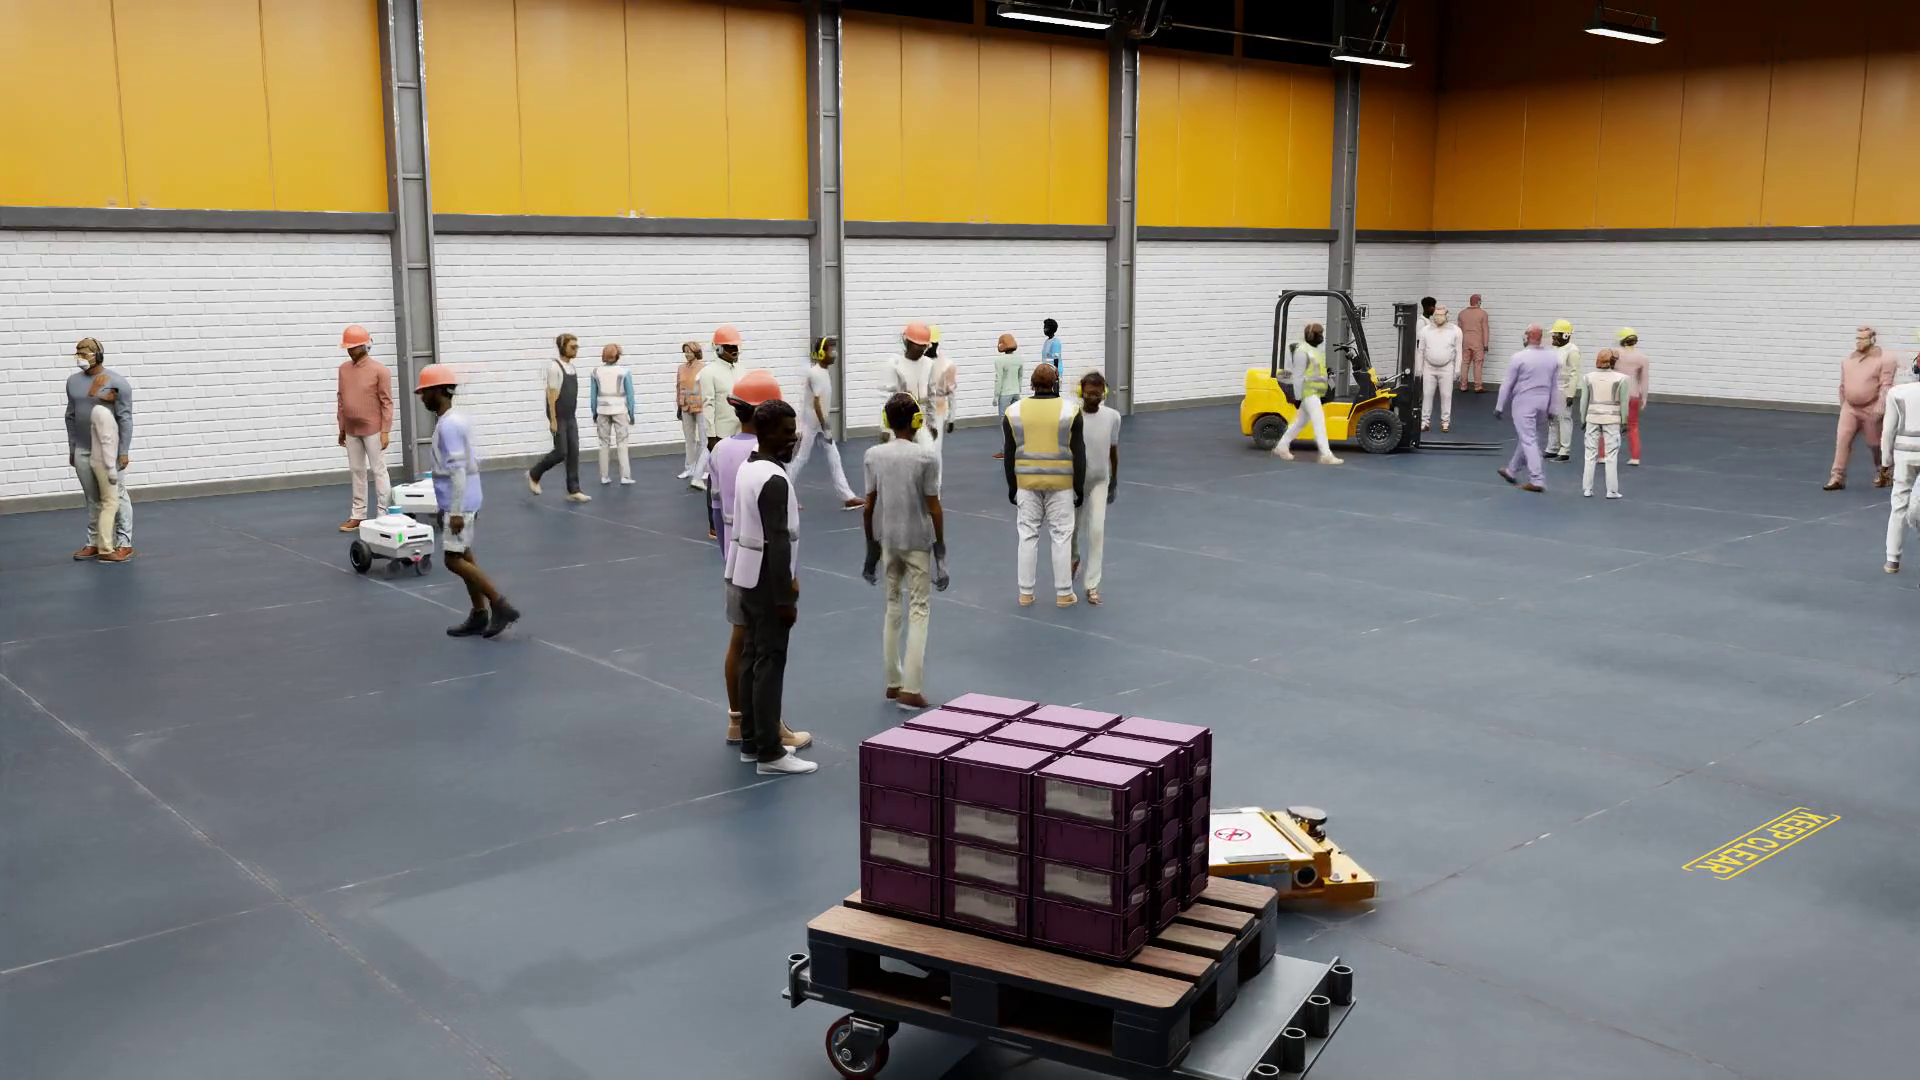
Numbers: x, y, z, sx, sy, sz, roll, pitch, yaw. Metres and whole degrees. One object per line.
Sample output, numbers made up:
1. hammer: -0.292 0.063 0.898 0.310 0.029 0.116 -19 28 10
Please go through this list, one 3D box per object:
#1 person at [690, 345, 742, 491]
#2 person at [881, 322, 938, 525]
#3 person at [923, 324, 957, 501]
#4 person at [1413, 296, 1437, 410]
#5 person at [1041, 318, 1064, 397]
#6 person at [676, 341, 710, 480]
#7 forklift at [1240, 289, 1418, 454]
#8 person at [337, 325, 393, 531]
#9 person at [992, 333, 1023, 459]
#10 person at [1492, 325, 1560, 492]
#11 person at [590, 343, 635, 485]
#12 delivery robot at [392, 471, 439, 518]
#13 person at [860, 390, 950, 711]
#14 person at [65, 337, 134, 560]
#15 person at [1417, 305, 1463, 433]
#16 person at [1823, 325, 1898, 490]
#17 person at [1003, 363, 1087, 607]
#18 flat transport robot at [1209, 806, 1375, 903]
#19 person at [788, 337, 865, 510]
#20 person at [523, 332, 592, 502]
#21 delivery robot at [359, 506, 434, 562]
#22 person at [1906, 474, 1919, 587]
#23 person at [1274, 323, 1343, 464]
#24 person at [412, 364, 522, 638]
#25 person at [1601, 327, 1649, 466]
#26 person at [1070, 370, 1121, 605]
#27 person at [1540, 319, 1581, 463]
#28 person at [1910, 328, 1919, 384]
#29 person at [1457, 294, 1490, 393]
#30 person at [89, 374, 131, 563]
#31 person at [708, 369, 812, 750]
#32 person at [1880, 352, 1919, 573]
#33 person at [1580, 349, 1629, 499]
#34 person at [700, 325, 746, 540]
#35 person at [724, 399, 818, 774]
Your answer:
1. person: -2.662 -1.410 18.752 0.929 1.715 0.537 -9 13 -43
2. person: -0.465 -1.133 16.312 0.756 1.983 0.859 -7 12 -37
3. person: -0.340 -1.389 18.050 0.628 1.910 0.657 1 10 7
4. person: 7.893 -3.159 28.305 0.387 1.953 0.611 5 11 27
5. person: 1.410 -2.550 25.502 0.321 1.690 0.536 -3 10 -15
6. person: -3.132 -1.527 19.654 0.523 1.638 0.310 5 11 29
7. forklift: 5.034 -2.339 22.783 2.313 2.155 1.214 3 10 16
8. person: -5.696 -1.054 15.871 0.611 1.986 0.393 4 10 21
9. person: 0.624 -1.871 21.684 0.288 1.634 0.499 9 13 44
10. person: 6.406 -1.507 18.907 0.643 1.857 0.988 -4 11 -23
11. person: -4.008 -1.450 19.209 0.522 1.637 0.311 2 10 10
12. delivery robot: -5.085 -0.418 16.030 0.707 0.478 0.477 0 9 -1
13. person: -0.329 0.071 9.741 0.552 1.876 0.535 5 11 26
14. person: -7.462 -0.783 14.423 0.629 1.940 0.373 2 10 12
15. person: 7.165 -2.556 24.901 0.651 1.906 0.403 4 11 23
16. person: 10.245 -1.497 18.821 0.945 1.868 0.642 -7 12 -34
17. person: 0.643 -0.410 12.521 0.627 1.844 0.429 2 10 12
18. flat transport robot: 0.924 1.330 6.927 1.431 0.197 0.652 -2 10 -9
19. person: -1.455 -1.182 17.184 1.043 1.814 0.534 2 10 14
20. person: -4.322 -1.306 17.804 0.655 1.828 0.539 3 10 17
21. delivery robot: -4.686 -0.038 13.832 0.707 0.478 0.477 9 13 42
22. person: 7.631 -0.498 12.822 0.423 1.920 0.633 -2 10 -13
23. person: 4.470 -1.885 21.324 0.973 1.801 0.628 5 11 29
24. person: -3.413 -0.260 11.458 0.641 1.903 0.588 -2 10 -12
25. person: 8.384 -1.806 20.948 0.520 1.748 0.394 2 10 11
26. person: 0.969 -0.459 13.014 0.548 1.791 1.077 0 10 1
27. person: 7.675 -1.905 21.297 0.404 1.834 0.591 -2 10 -10
28. person: 11.007 -1.522 18.866 0.563 1.897 0.603 -1 10 -8
29. person: 9.924 -3.787 32.107 0.640 1.908 0.409 9 13 43
30. person: -7.373 -0.622 14.404 0.293 1.623 0.504 -5 11 -29
31. person: -1.067 0.115 8.859 0.608 2.044 0.370 9 14 44
32. person: 7.952 -0.645 13.773 0.584 1.883 0.346 7 12 35
33. person: 7.006 -1.262 18.110 0.514 1.636 0.314 8 12 39
34. person: -2.172 -1.002 15.538 0.375 1.995 0.609 5 11 28
35. person: -0.991 0.238 8.520 0.399 1.915 0.589 -4 10 -21
